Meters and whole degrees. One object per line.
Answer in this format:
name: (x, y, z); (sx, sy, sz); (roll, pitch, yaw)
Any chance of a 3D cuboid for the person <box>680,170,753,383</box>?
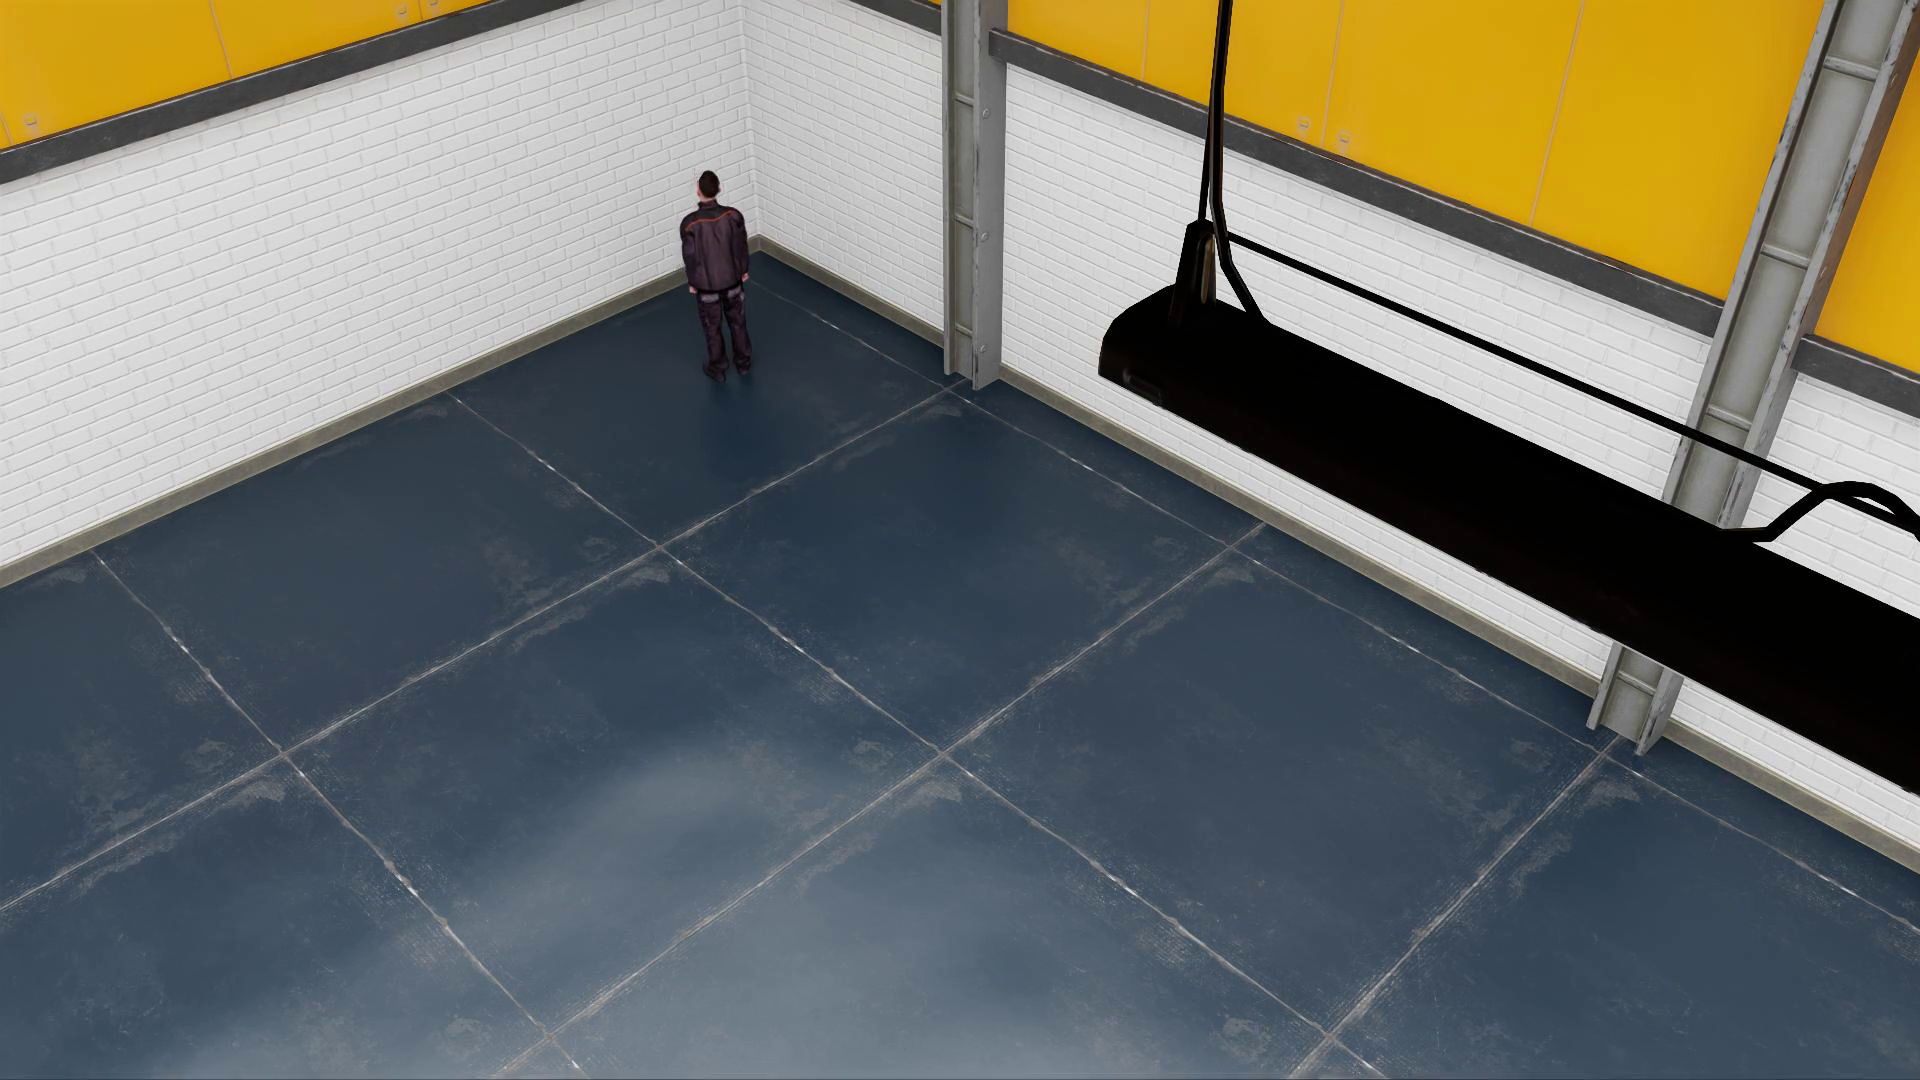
person: (-1.988, -2.165, 13.638); (0.793, 1.857, 0.740); (-17, 42, -20)
